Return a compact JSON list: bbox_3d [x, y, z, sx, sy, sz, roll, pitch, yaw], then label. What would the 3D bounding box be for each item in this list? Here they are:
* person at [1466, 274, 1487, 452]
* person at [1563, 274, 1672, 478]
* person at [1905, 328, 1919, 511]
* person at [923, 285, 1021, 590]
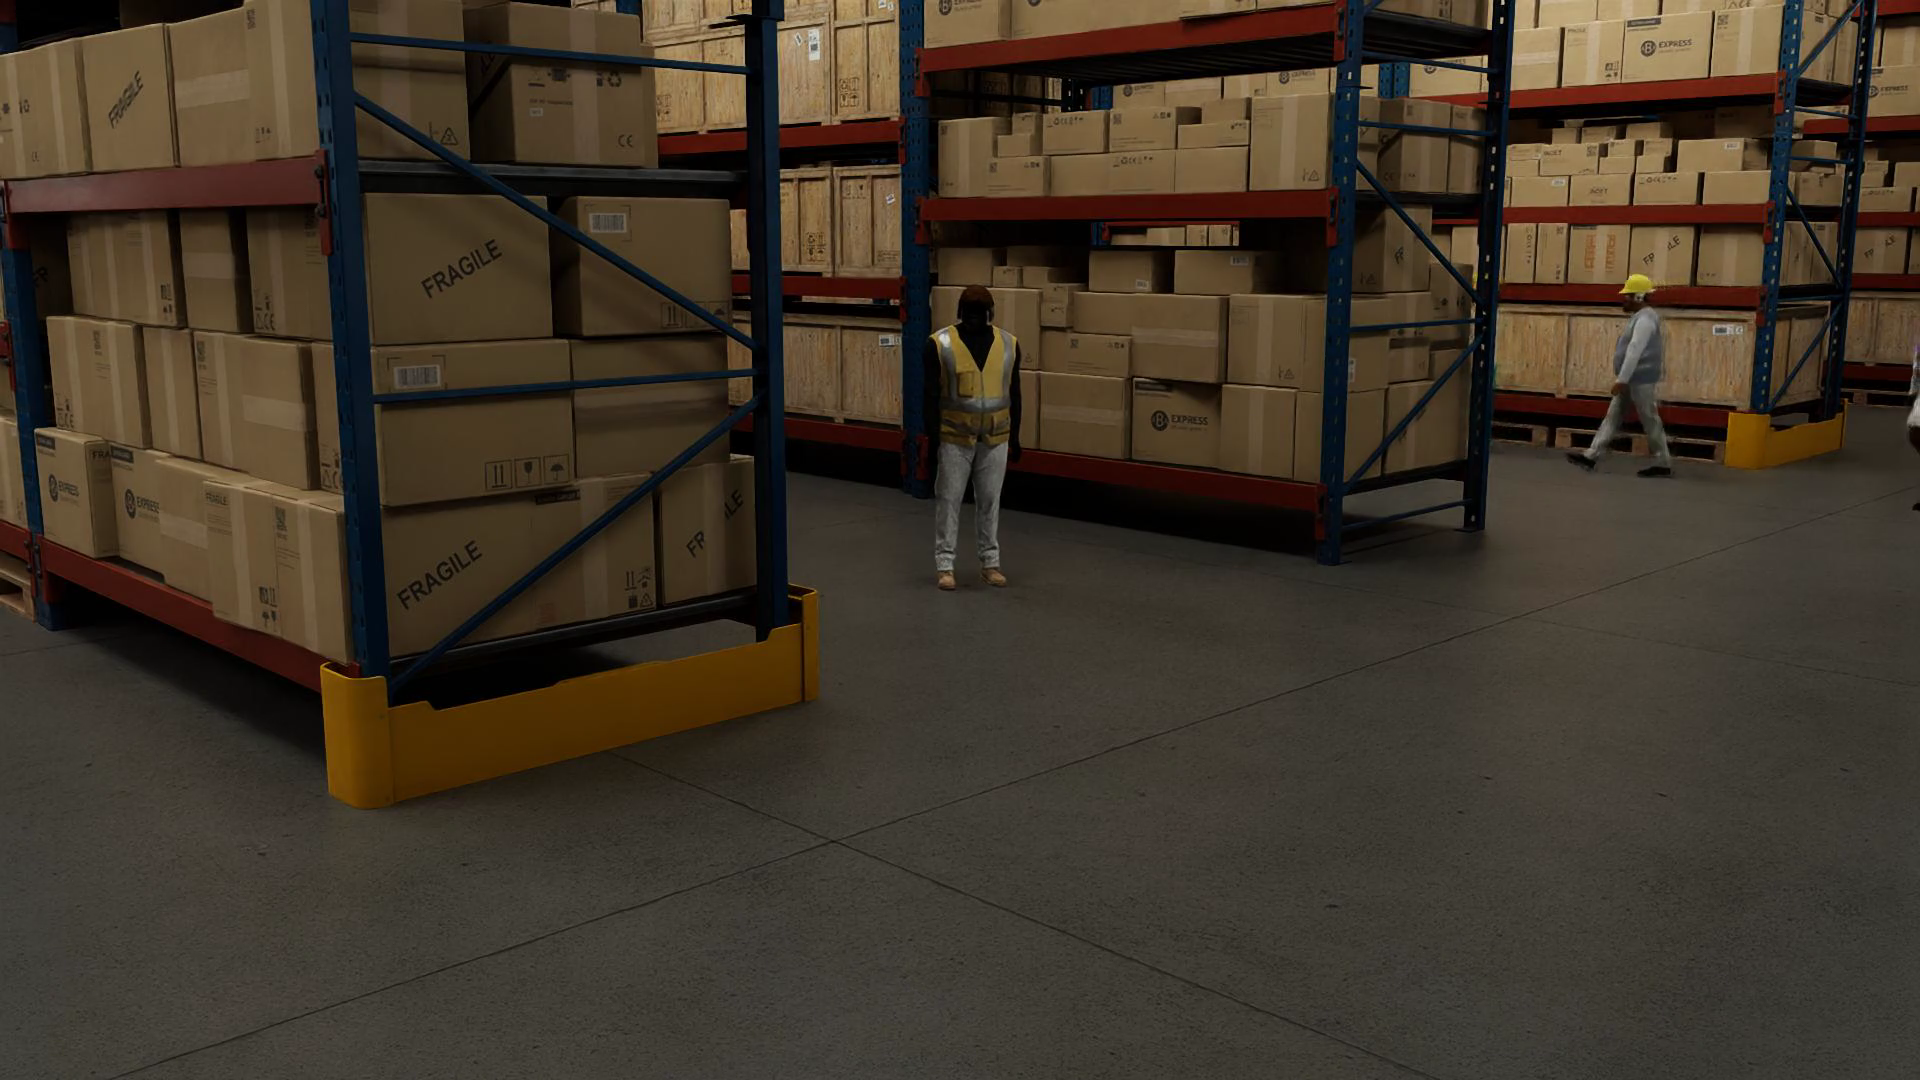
[{"bbox_3d":[5.028,-1.740,16.420,0.528,1.745,0.539,9,14,41],"label":"person"},{"bbox_3d":[5.891,-1.441,14.692,0.924,1.781,0.592,3,11,15],"label":"person"},{"bbox_3d":[7.610,-1.169,12.836,0.475,1.923,0.576,-5,12,-26],"label":"person"},{"bbox_3d":[0.083,-0.616,10.061,0.619,1.840,0.430,-3,11,-15],"label":"person"}]
